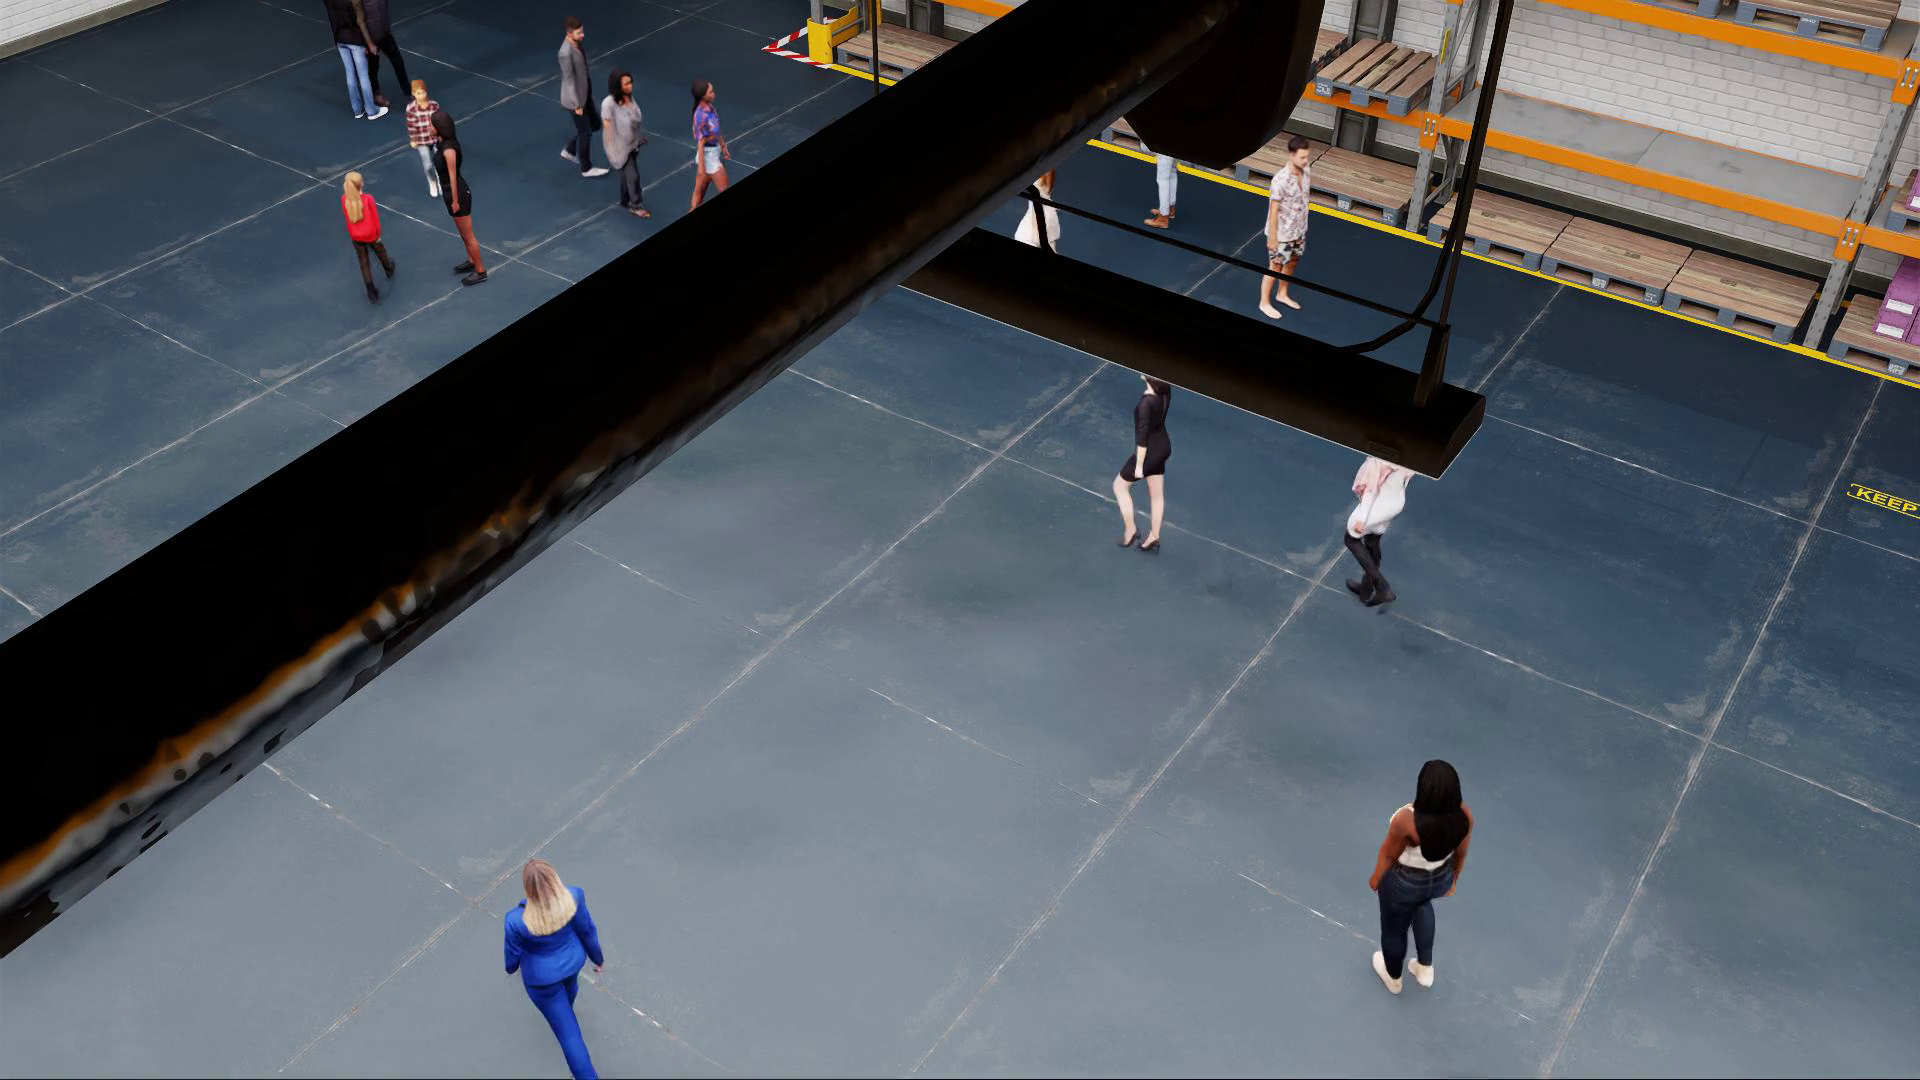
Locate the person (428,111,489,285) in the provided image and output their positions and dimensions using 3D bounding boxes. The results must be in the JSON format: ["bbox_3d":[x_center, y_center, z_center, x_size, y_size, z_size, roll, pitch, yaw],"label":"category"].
[{"bbox_3d":[-4.917,-3.356,16.242,0.720,1.739,0.610,-17,42,-20],"label":"person"}]

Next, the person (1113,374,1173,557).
[{"bbox_3d":[1.523,-0.596,12.747,0.614,1.788,0.630,25,45,28],"label":"person"}]

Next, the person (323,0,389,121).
[{"bbox_3d":[-7.034,-5.731,19.207,0.554,1.750,0.705,13,40,16],"label":"person"}]

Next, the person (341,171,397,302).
[{"bbox_3d":[-5.770,-2.913,16.081,0.864,1.248,0.884,-3,39,-4],"label":"person"}]

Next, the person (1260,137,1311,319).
[{"bbox_3d":[3.073,-2.977,15.711,0.721,1.809,0.648,-29,47,-32],"label":"person"}]

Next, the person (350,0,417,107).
[{"bbox_3d":[-6.839,-5.867,19.346,1.045,1.789,0.703,23,44,26],"label":"person"}]

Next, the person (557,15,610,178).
[{"bbox_3d":[-4.196,-4.750,17.903,0.953,1.844,0.899,-2,39,-2],"label":"person"}]

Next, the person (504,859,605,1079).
[{"bbox_3d":[-2.163,2.424,9.072,0.852,1.655,1.194,-26,46,-29],"label":"person"}]

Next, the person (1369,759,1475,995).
[{"bbox_3d":[2.646,2.003,9.484,0.796,1.798,0.854,-9,40,-12],"label":"person"}]

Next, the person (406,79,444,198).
[{"bbox_3d":[-5.704,-4.330,17.814,0.628,1.300,0.651,-18,42,-21],"label":"person"}]

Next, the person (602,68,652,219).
[{"bbox_3d":[-3.585,-4.177,17.388,0.788,1.591,0.722,14,41,17],"label":"person"}]

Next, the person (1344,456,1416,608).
[{"bbox_3d":[3.147,-0.186,12.231,0.769,1.791,0.859,-23,44,-26],"label":"person"}]
